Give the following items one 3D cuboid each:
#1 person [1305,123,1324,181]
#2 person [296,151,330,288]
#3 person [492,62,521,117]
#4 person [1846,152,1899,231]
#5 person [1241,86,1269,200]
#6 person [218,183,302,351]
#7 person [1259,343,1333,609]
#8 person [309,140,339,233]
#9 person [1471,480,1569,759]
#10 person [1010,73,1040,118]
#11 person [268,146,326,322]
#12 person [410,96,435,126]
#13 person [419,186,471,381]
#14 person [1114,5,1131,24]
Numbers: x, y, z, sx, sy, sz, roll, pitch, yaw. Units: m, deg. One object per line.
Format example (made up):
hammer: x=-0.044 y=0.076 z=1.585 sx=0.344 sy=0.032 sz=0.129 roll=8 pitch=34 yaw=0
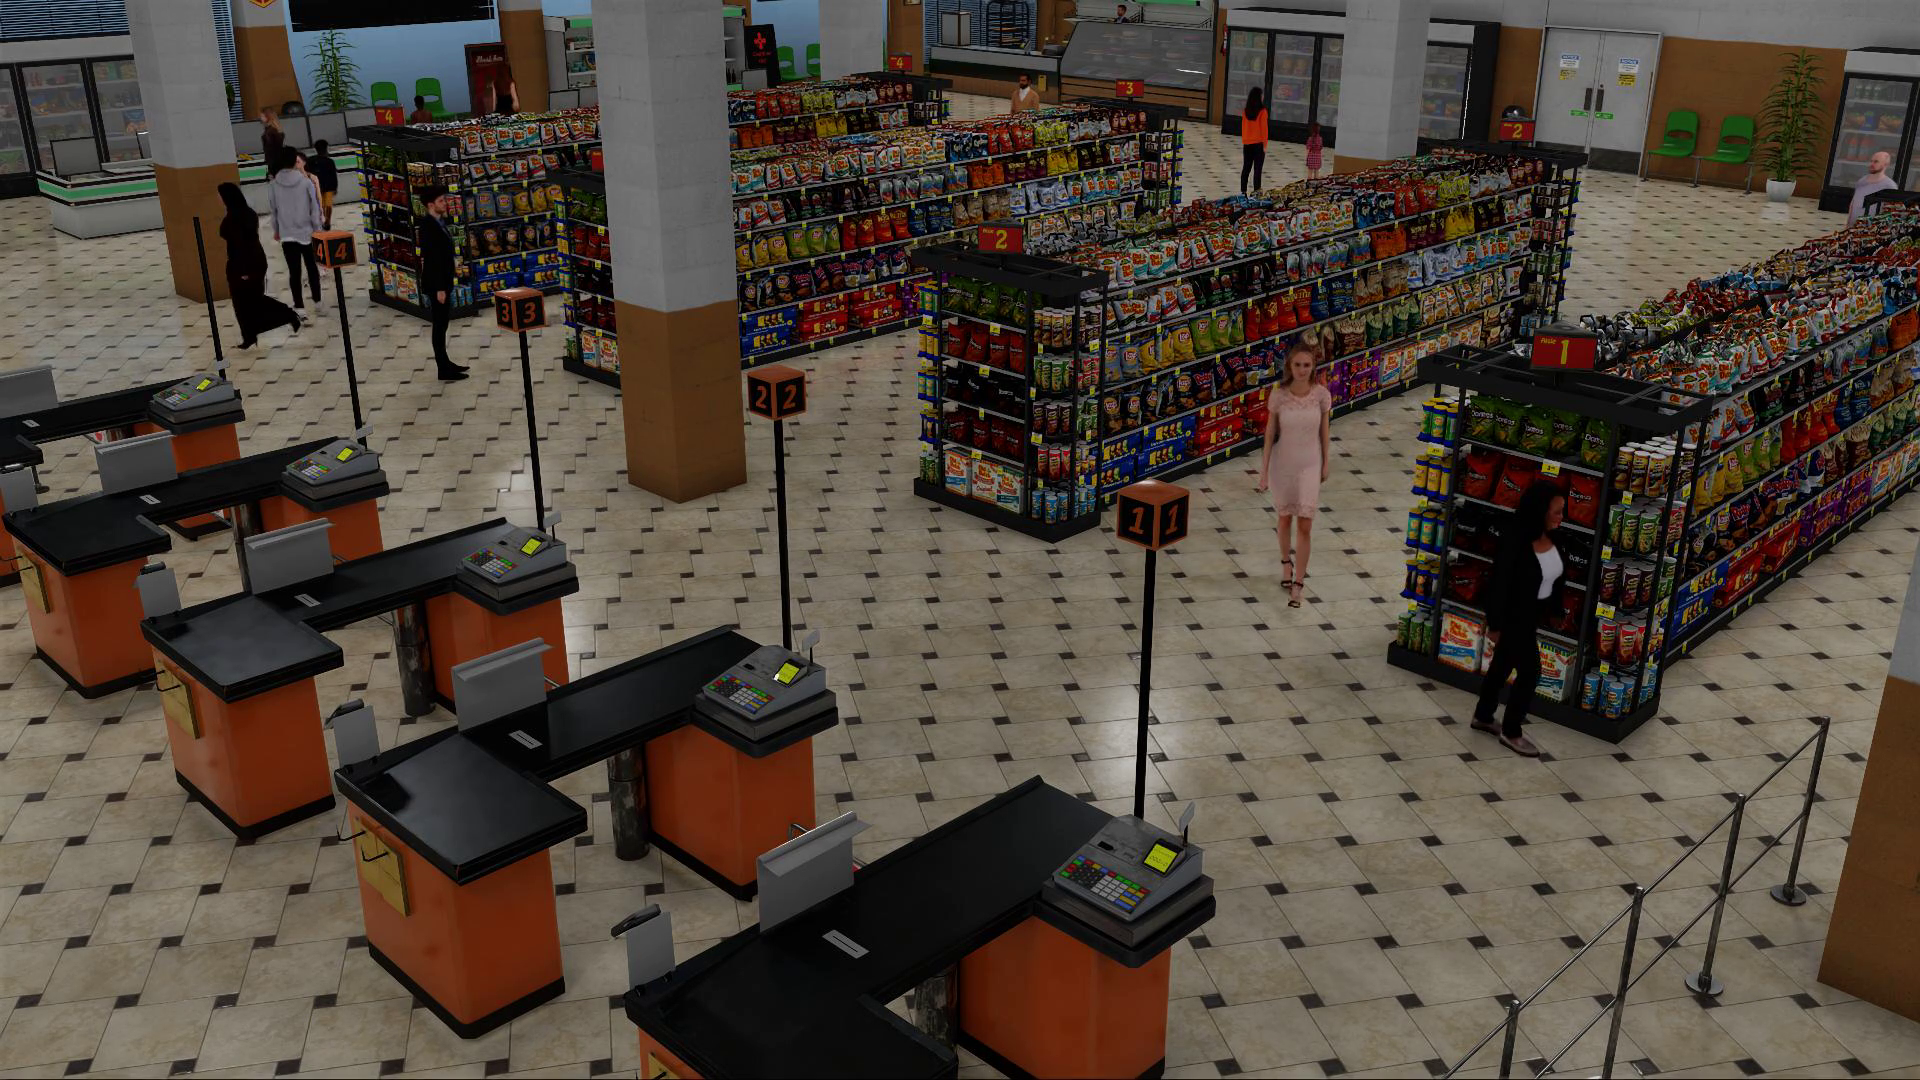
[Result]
person: x=5.621 y=-6.112 z=26.431 sx=0.498 sy=1.018 sz=0.565 roll=-2 pitch=22 yaw=-6
person: x=-7.895 y=-3.897 z=20.176 sx=1.030 sy=1.572 sz=1.094 roll=0 pitch=22 yaw=0
person: x=-7.764 y=-7.218 z=28.267 sx=0.739 sy=1.702 sz=0.814 roll=5 pitch=22 yaw=12
person: x=10.175 y=-3.438 z=18.680 sx=0.719 sy=1.837 sz=0.745 roll=-10 pitch=24 yaw=-23
person: x=4.414 y=-5.916 z=24.965 sx=0.572 sy=1.748 sz=0.630 roll=-17 pitch=28 yaw=-37
person: x=-7.337 y=-2.843 z=17.360 sx=1.022 sy=1.716 sz=0.966 roll=-1 pitch=22 yaw=-3
person: x=2.293 y=-0.481 z=11.369 sx=0.928 sy=1.801 sz=1.072 roll=4 pitch=22 yaw=11
person: x=-8.852 y=-4.907 z=23.124 sx=0.716 sy=1.250 sz=0.757 roll=-5 pitch=23 yaw=-13
person: x=3.087 y=0.402 z=9.451 sx=0.697 sy=1.591 sz=0.655 roll=19 pitch=29 yaw=39
person: x=1.022 y=-6.559 z=26.558 sx=0.718 sy=1.754 sz=0.687 roll=12 pitch=25 yaw=27
person: x=-7.332 y=-3.334 z=18.361 sx=1.262 sy=1.882 sz=1.161 roll=-6 pitch=23 yaw=-14
person: x=-8.960 y=-6.778 z=27.770 sx=0.473 sy=1.256 sz=0.621 roll=-13 pitch=25 yaw=-29
person: x=-5.125 y=-2.533 z=16.352 sx=0.805 sy=1.892 sz=0.789 roll=-4 pitch=22 yaw=-10
person: x=3.721 y=-11.421 z=38.505 sx=0.571 sy=1.868 sz=0.625 roll=-19 pitch=29 yaw=-40
